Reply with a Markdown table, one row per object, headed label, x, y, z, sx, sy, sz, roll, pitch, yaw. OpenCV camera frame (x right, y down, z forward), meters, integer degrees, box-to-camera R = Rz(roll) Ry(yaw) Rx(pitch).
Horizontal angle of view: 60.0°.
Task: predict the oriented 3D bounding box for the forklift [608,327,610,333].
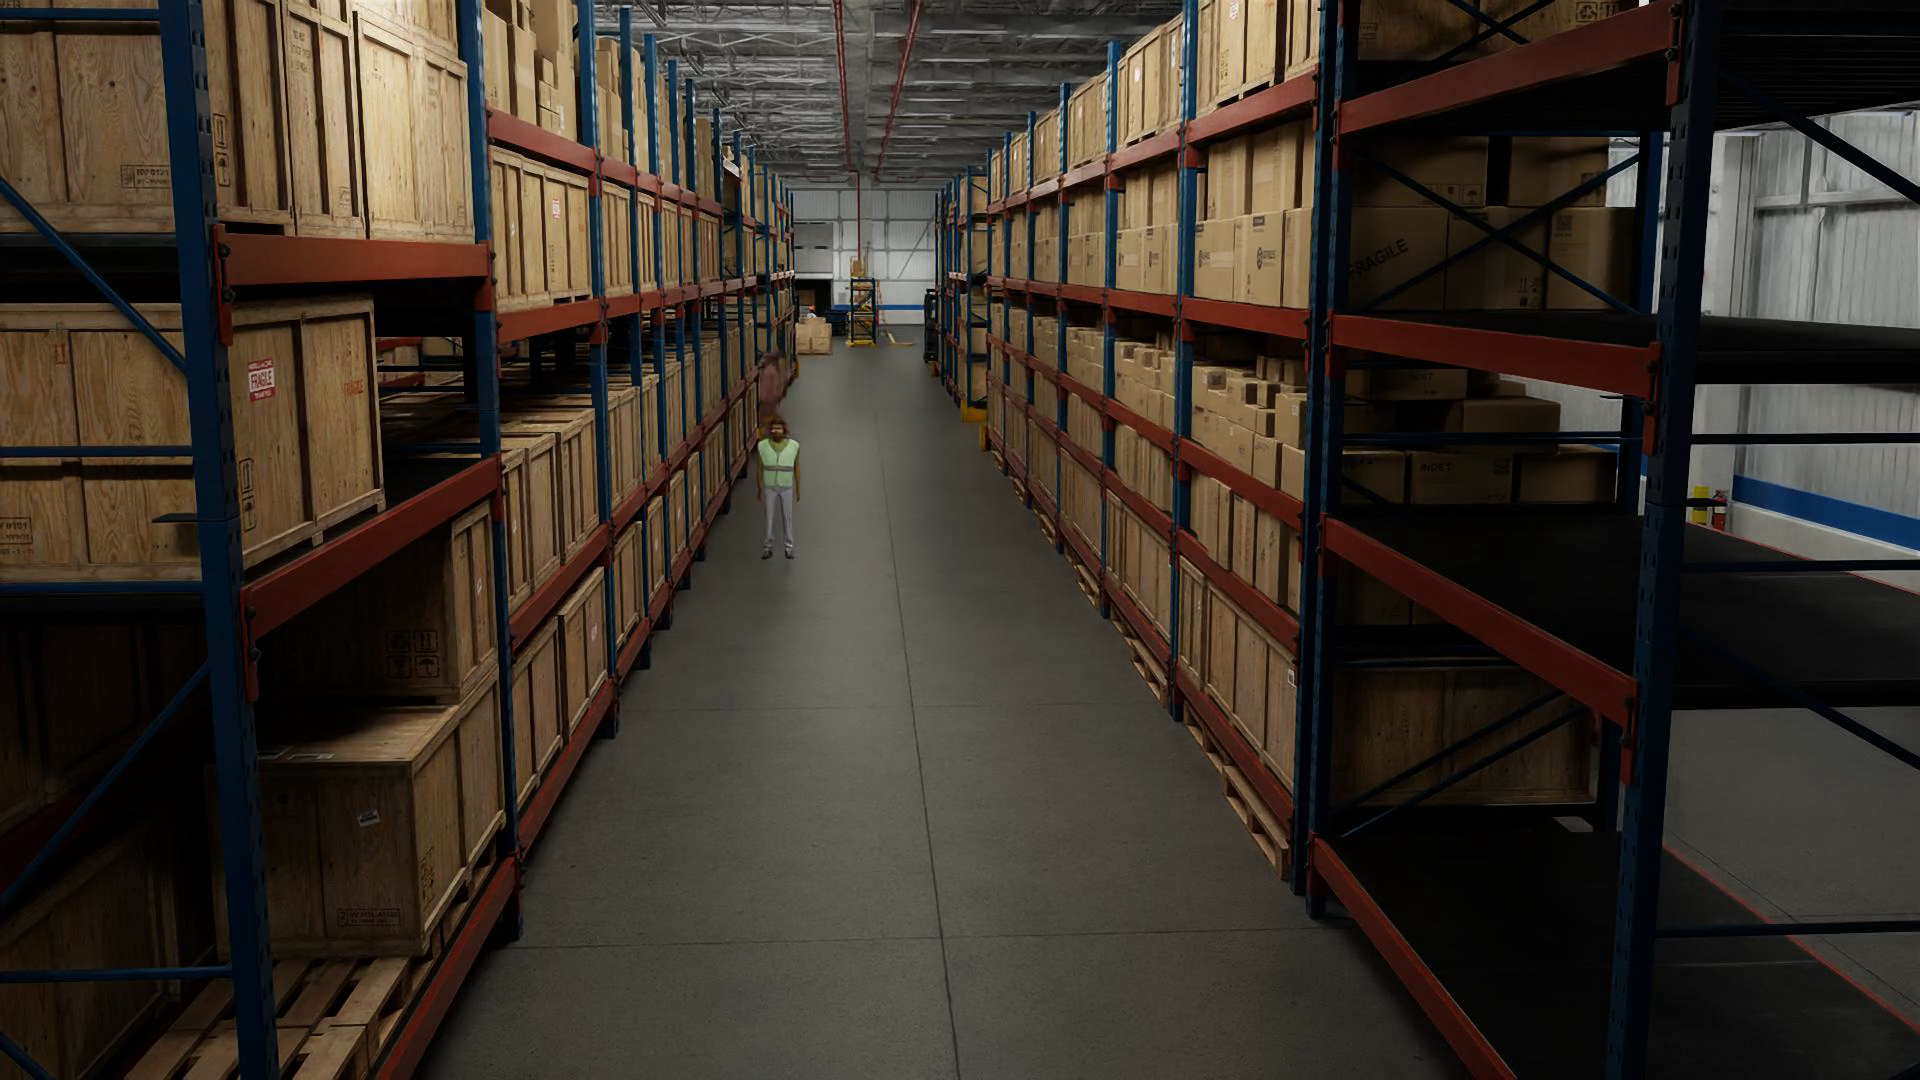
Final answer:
| label | x | y | z | sx | sy | sz | roll | pitch | yaw |
| --- | --- | --- | --- | --- | --- | --- | --- | --- | --- |
| forklift | -9.429 | -5.283 | 46.025 | 1.129 | 2.768 | 1.873 | -1 | 10 | -4 |

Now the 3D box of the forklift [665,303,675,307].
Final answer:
| label | x | y | z | sx | sy | sz | roll | pitch | yaw |
| --- | --- | --- | --- | --- | --- | --- | --- | --- | --- |
| forklift | -11.263 | -8.436 | 64.861 | 1.873 | 2.768 | 1.129 | -1 | 10 | -4 |

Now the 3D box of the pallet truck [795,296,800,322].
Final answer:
| label | x | y | z | sx | sy | sz | roll | pitch | yaw |
| --- | --- | --- | --- | --- | --- | --- | --- | --- | --- |
| pallet truck | -8.622 | -12.439 | 91.403 | 1.885 | 1.965 | 0.823 | 2 | 10 | 13 |

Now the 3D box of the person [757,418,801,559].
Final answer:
| label | x | y | z | sx | sy | sz | roll | pitch | yaw |
| --- | --- | --- | --- | --- | --- | --- | --- | --- | --- |
| person | -2.343 | -0.672 | 21.563 | 0.564 | 1.846 | 0.390 | -1 | 10 | -4 |

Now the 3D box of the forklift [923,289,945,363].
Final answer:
| label | x | y | z | sx | sy | sz | roll | pitch | yaw |
| --- | --- | --- | --- | --- | --- | --- | --- | --- | --- |
| forklift | -0.817 | -8.142 | 63.101 | 1.129 | 2.768 | 1.873 | -1 | 10 | -3 |

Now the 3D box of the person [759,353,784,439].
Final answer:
| label | x | y | z | sx | sy | sz | roll | pitch | yaw |
| --- | --- | --- | --- | --- | --- | --- | --- | --- | --- |
| person | -4.258 | -3.103 | 36.019 | 0.951 | 1.860 | 0.679 | 0 | 10 | 1 |

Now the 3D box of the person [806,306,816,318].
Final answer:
| label | x | y | z | sx | sy | sz | roll | pitch | yaw |
| --- | --- | --- | --- | --- | --- | --- | --- | --- | --- |
| person | -6.485 | -9.283 | 72.777 | 0.543 | 1.928 | 0.400 | 8 | 13 | 41 |

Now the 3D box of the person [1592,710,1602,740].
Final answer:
| label | x | y | z | sx | sy | sz | roll | pitch | yaw |
| --- | --- | --- | --- | --- | --- | --- | --- | --- | --- |
| person | 5.002 | 0.670 | 13.544 | 0.666 | 1.860 | 1.008 | 0 | 10 | 2 |
